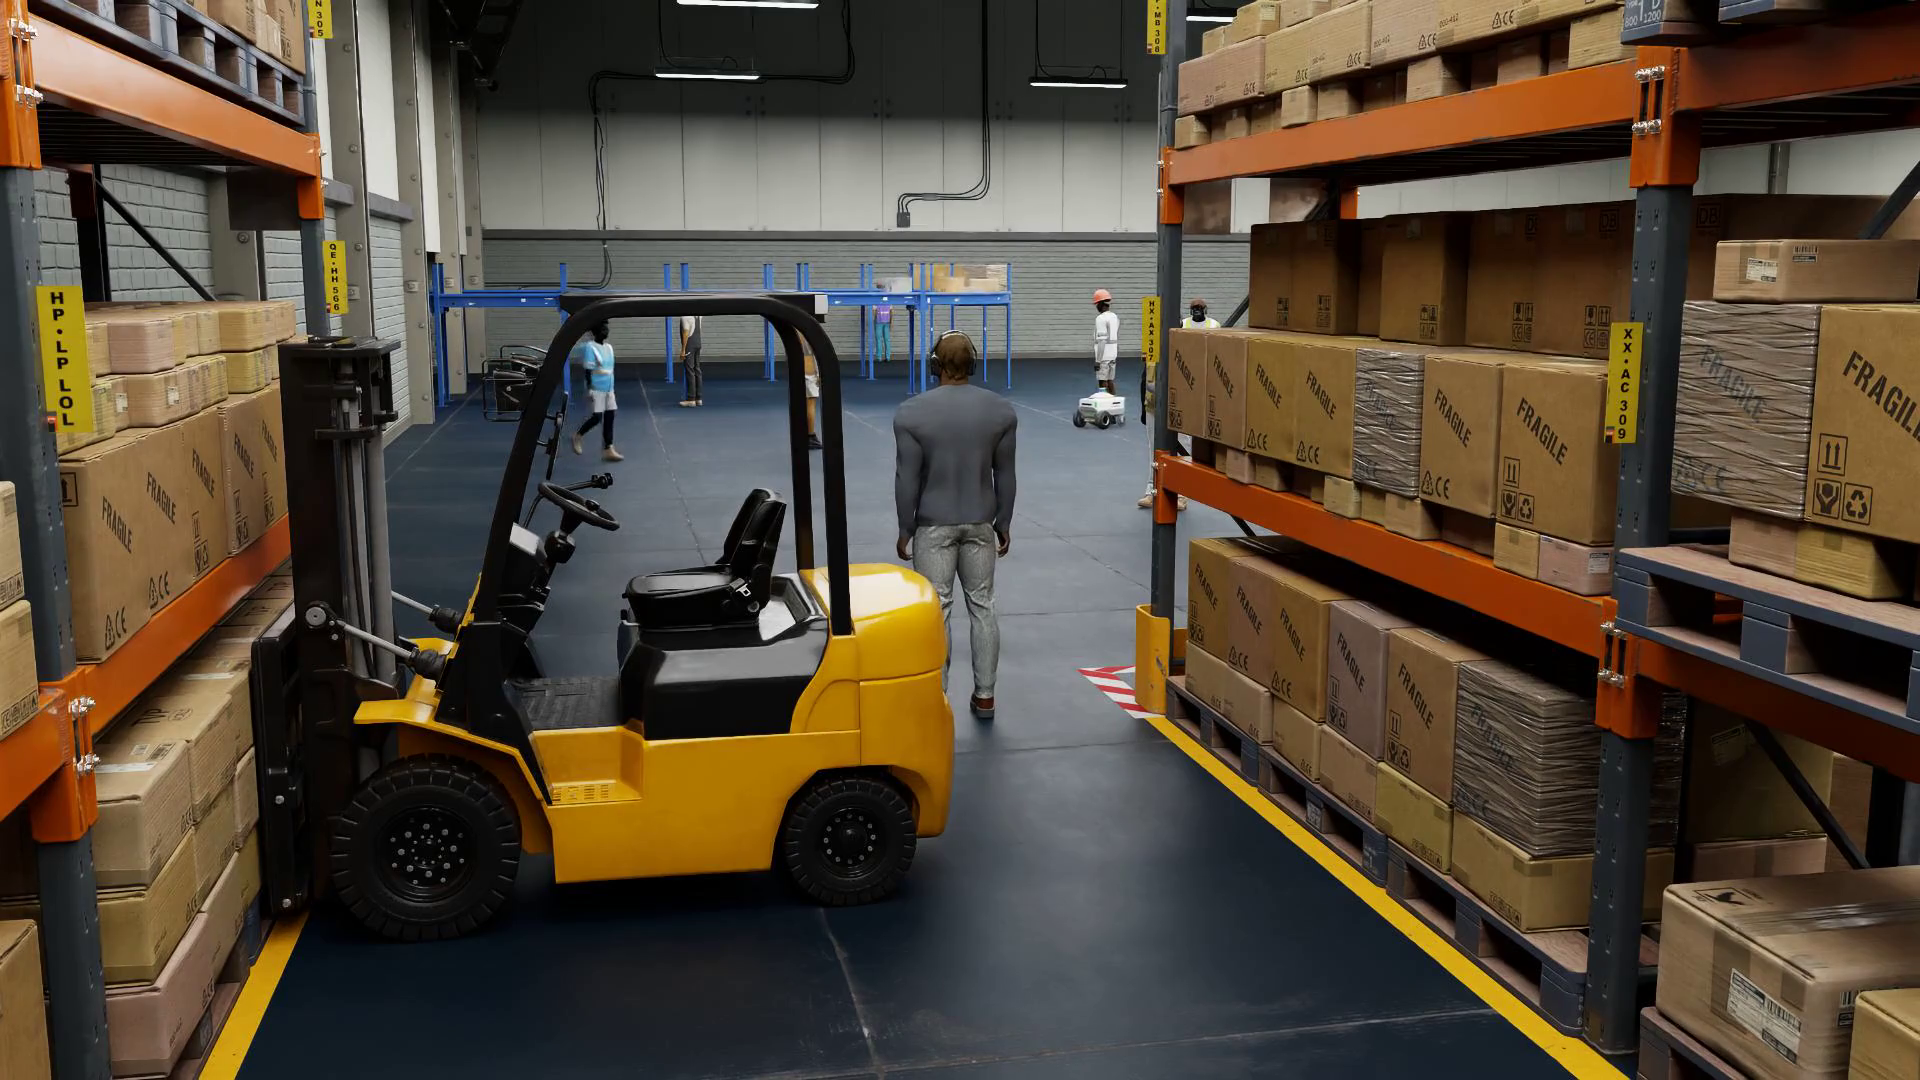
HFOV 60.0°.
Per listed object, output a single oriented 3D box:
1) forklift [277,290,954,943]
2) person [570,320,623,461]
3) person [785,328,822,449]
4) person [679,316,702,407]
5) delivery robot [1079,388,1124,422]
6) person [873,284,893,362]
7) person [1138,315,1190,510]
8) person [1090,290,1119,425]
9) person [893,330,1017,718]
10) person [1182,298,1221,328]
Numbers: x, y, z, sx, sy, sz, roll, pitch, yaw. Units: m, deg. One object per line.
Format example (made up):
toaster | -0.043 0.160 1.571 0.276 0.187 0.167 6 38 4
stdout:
forklift | -1.179 0.175 6.143 2.313 2.155 1.214 -2 10 -12
person | -4.226 -1.761 19.337 0.546 1.684 0.545 4 10 25
person | -1.917 -2.115 20.749 0.552 1.937 0.358 7 12 37
person | -4.383 -3.095 27.008 0.345 1.846 0.508 4 10 21
delivery robot | 2.009 -1.912 23.565 0.477 0.478 0.707 8 13 41
person | -1.850 -5.147 39.512 0.570 1.843 0.380 -6 11 -34
person | 1.948 -1.211 15.533 0.621 1.845 0.429 7 11 35
person | 2.050 -2.615 23.836 0.382 1.923 0.551 5 11 29
person | -0.028 -0.067 8.267 0.630 1.940 0.372 -3 10 -17
person | 3.104 -2.236 21.785 0.625 1.844 0.429 2 10 12
